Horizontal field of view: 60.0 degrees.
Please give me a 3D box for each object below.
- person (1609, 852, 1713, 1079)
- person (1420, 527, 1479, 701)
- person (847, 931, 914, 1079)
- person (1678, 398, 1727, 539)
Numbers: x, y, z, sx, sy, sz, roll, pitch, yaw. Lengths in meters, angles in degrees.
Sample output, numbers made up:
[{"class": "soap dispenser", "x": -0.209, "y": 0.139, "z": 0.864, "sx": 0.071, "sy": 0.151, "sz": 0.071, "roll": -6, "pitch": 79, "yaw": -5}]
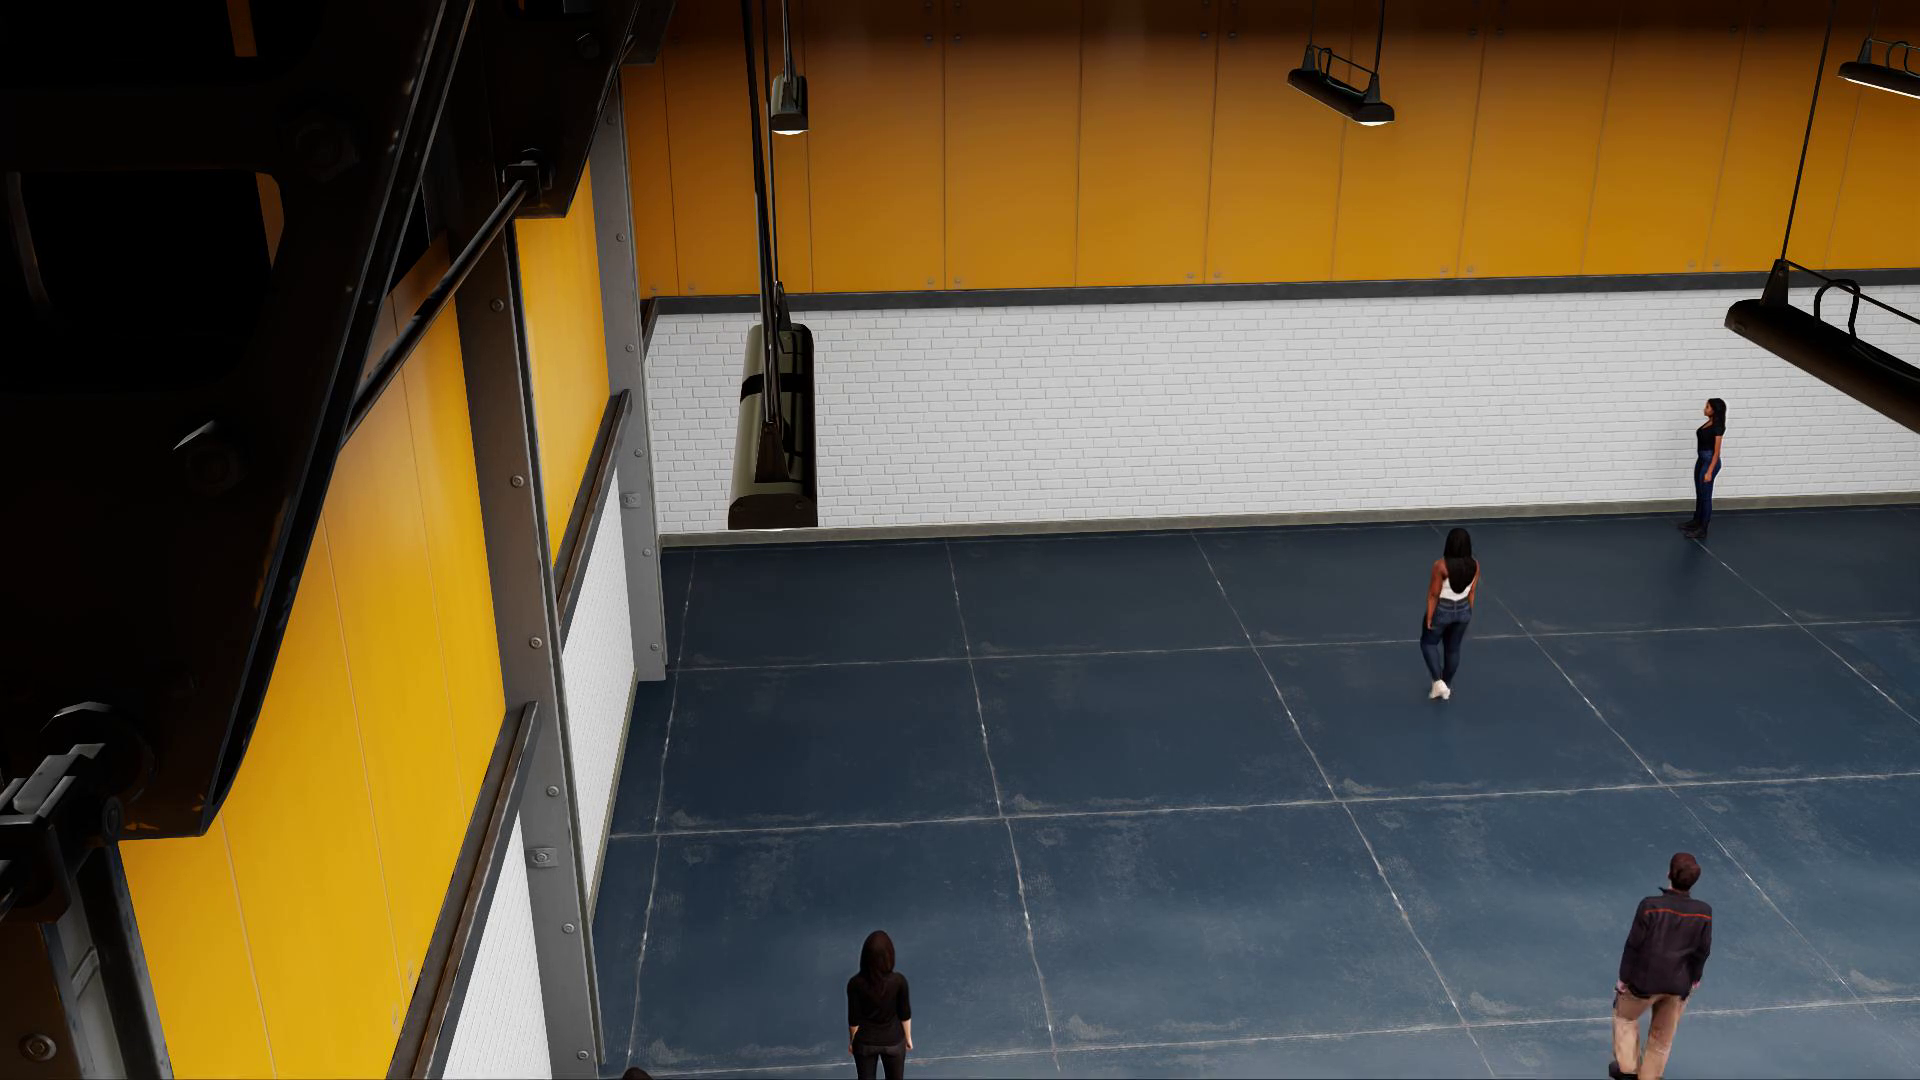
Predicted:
[{"class": "person", "x": 4.597, "y": 2.947, "z": 10.920, "sx": 0.784, "sy": 1.914, "sz": 0.754, "roll": 4, "pitch": 24, "yaw": 8}, {"class": "person", "x": 4.757, "y": 0.762, "z": 16.060, "sx": 0.622, "sy": 1.802, "sz": 0.767, "roll": -2, "pitch": 24, "yaw": -4}, {"class": "person", "x": -0.514, "y": 3.213, "z": 10.649, "sx": 0.567, "sy": 1.642, "sz": 0.491, "roll": -3, "pitch": 24, "yaw": -6}, {"class": "person", "x": 8.934, "y": -0.876, "z": 19.884, "sx": 0.674, "sy": 1.738, "sz": 0.530, "roll": 3, "pitch": 24, "yaw": 6}]
